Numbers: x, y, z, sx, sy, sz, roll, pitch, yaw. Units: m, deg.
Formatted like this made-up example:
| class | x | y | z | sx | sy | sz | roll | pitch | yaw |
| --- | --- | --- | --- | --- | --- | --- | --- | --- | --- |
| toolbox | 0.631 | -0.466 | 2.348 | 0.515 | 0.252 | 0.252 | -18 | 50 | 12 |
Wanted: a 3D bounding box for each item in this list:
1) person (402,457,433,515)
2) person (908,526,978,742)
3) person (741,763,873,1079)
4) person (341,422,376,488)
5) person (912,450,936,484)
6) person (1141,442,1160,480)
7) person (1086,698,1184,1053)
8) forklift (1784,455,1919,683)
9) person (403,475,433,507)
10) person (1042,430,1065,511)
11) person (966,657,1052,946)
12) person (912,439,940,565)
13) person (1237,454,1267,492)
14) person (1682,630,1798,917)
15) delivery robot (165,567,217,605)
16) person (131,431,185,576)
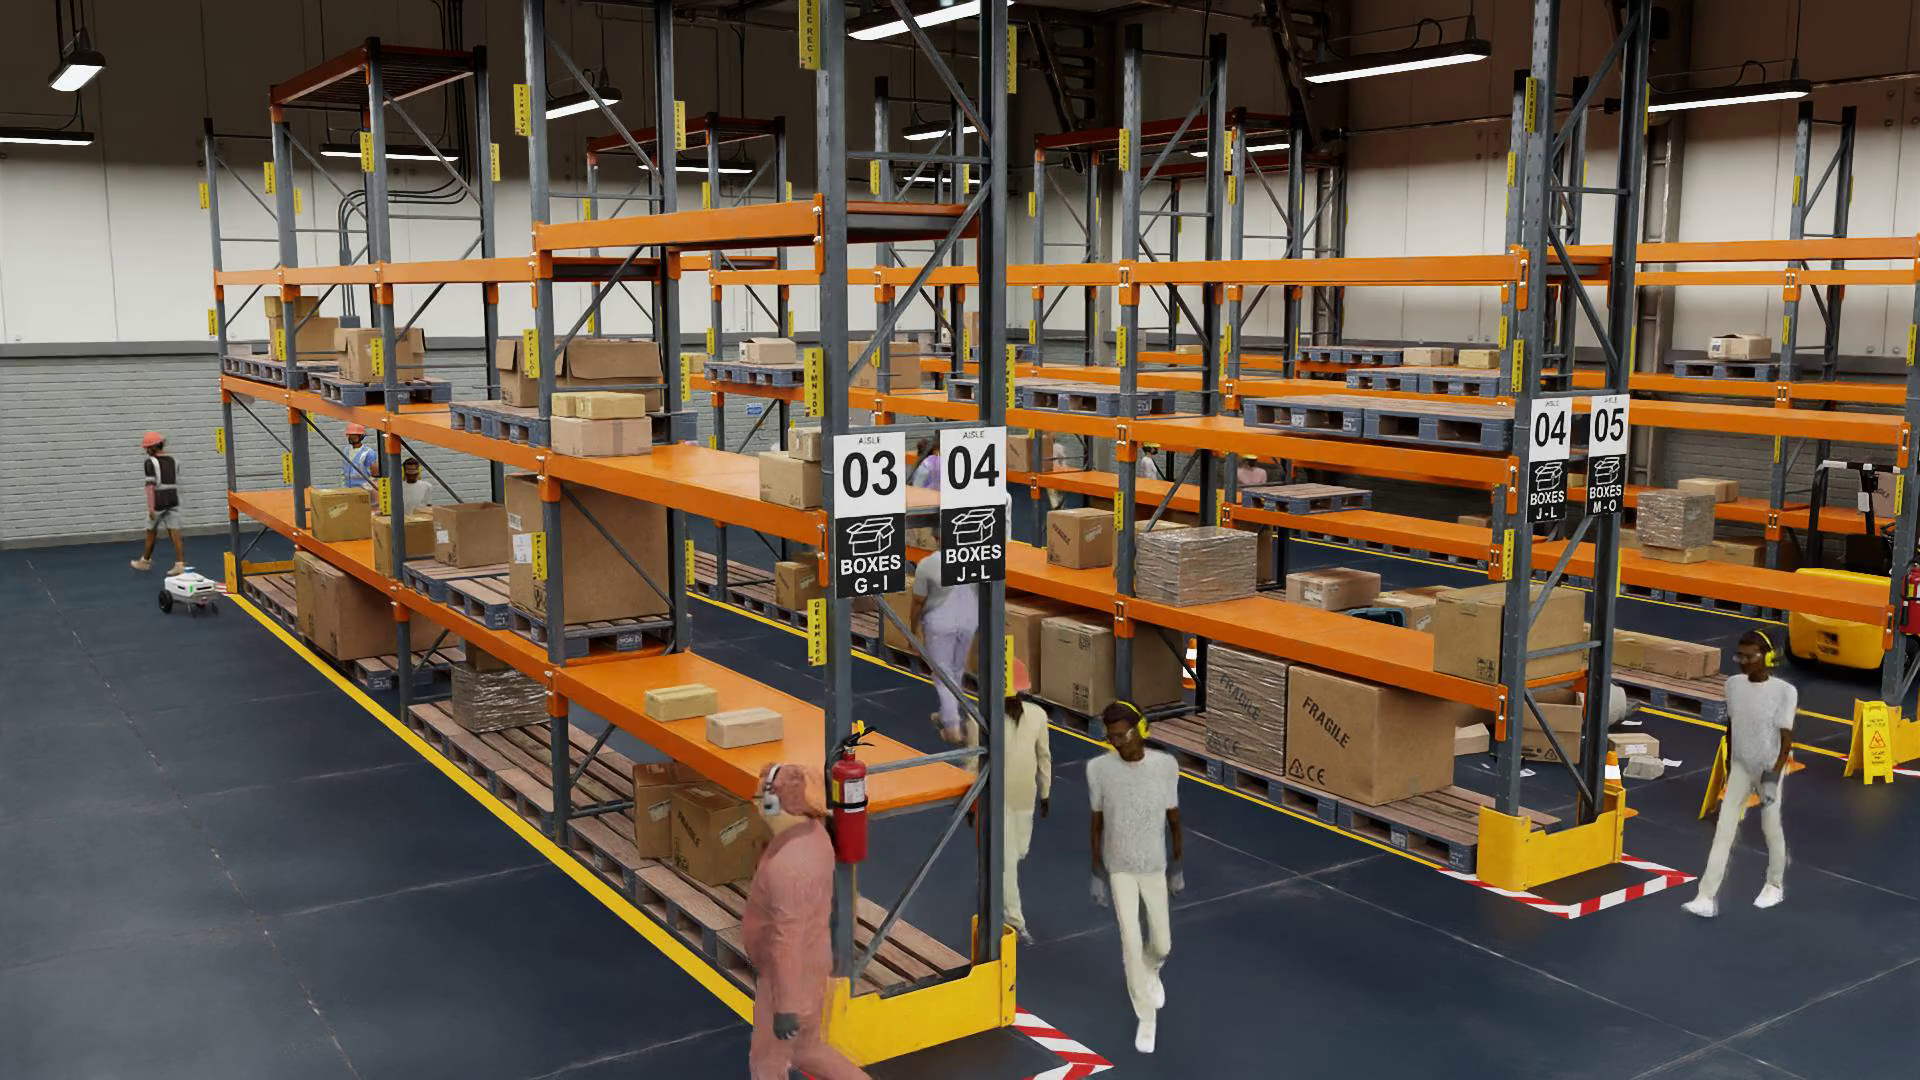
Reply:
| class | x | y | z | sx | sy | sz | roll | pitch | yaw |
| --- | --- | --- | --- | --- | --- | --- | --- | --- | --- |
| person | -6.798 | -0.107 | 20.683 | 0.506 | 1.862 | 0.330 | -3 | 9 | -19 |
| person | -0.130 | 0.719 | 14.573 | 0.698 | 2.000 | 0.843 | -5 | 10 | -30 |
| person | -0.663 | 1.897 | 7.294 | 0.763 | 1.878 | 0.644 | 1 | 9 | 6 |
| person | -8.656 | -0.686 | 23.911 | 0.607 | 2.048 | 0.367 | 4 | 9 | 24 |
| person | -0.470 | -0.543 | 24.324 | 0.500 | 1.633 | 0.286 | -5 | 10 | -29 |
| person | 2.807 | -0.672 | 24.745 | 0.327 | 1.769 | 0.525 | 1 | 9 | 6 |
| person | 0.909 | 1.702 | 8.704 | 0.511 | 1.839 | 0.550 | 0 | 9 | 2 |
| forklift | 9.643 | 0.253 | 17.172 | 2.313 | 2.155 | 1.214 | -6 | 10 | -33 |
| person | -7.068 | -0.124 | 21.536 | 0.501 | 1.633 | 0.281 | -4 | 9 | -23 |
| person | 1.490 | -1.054 | 27.829 | 0.505 | 1.592 | 0.617 | -4 | 9 | -25 |
| person | 0.273 | 1.535 | 10.207 | 0.571 | 1.725 | 0.785 | -5 | 10 | -28 |
| person | -0.464 | -0.519 | 23.532 | 0.443 | 1.826 | 0.622 | 3 | 9 | 21 |
| person | 4.086 | -0.485 | 23.590 | 0.529 | 1.734 | 0.816 | -2 | 9 | -15 |
| person | 4.929 | 1.463 | 10.378 | 0.961 | 1.818 | 0.501 | -6 | 11 | -37 |
| delivery robot | -9.326 | 0.573 | 20.158 | 0.707 | 0.478 | 0.477 | 7 | 11 | 39 |
| person | -11.022 | -0.493 | 22.815 | 0.971 | 1.992 | 0.622 | 4 | 9 | 25 |
